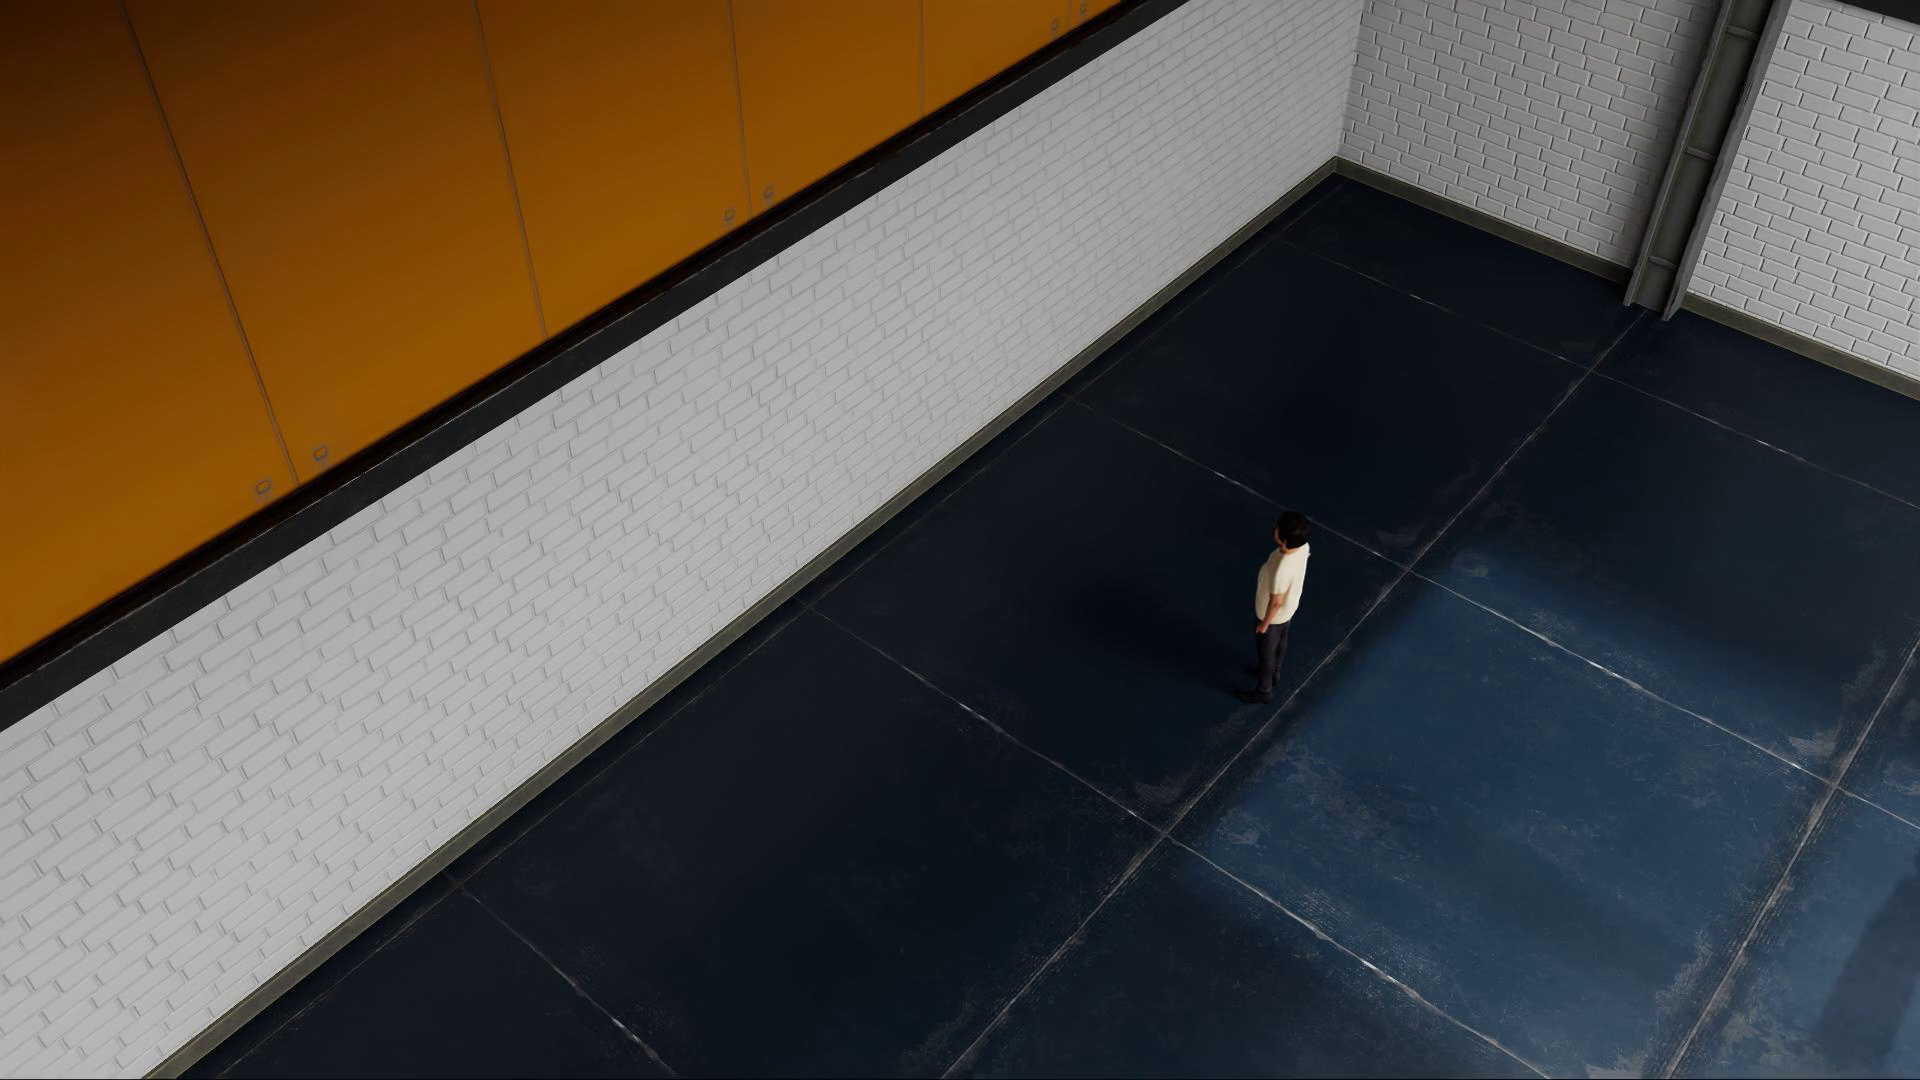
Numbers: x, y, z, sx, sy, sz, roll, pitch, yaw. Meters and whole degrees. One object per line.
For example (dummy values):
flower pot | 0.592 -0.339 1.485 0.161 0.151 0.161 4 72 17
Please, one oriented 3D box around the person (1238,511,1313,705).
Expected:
person | 1.986 0.422 10.422 0.537 1.588 0.627 21 48 21
